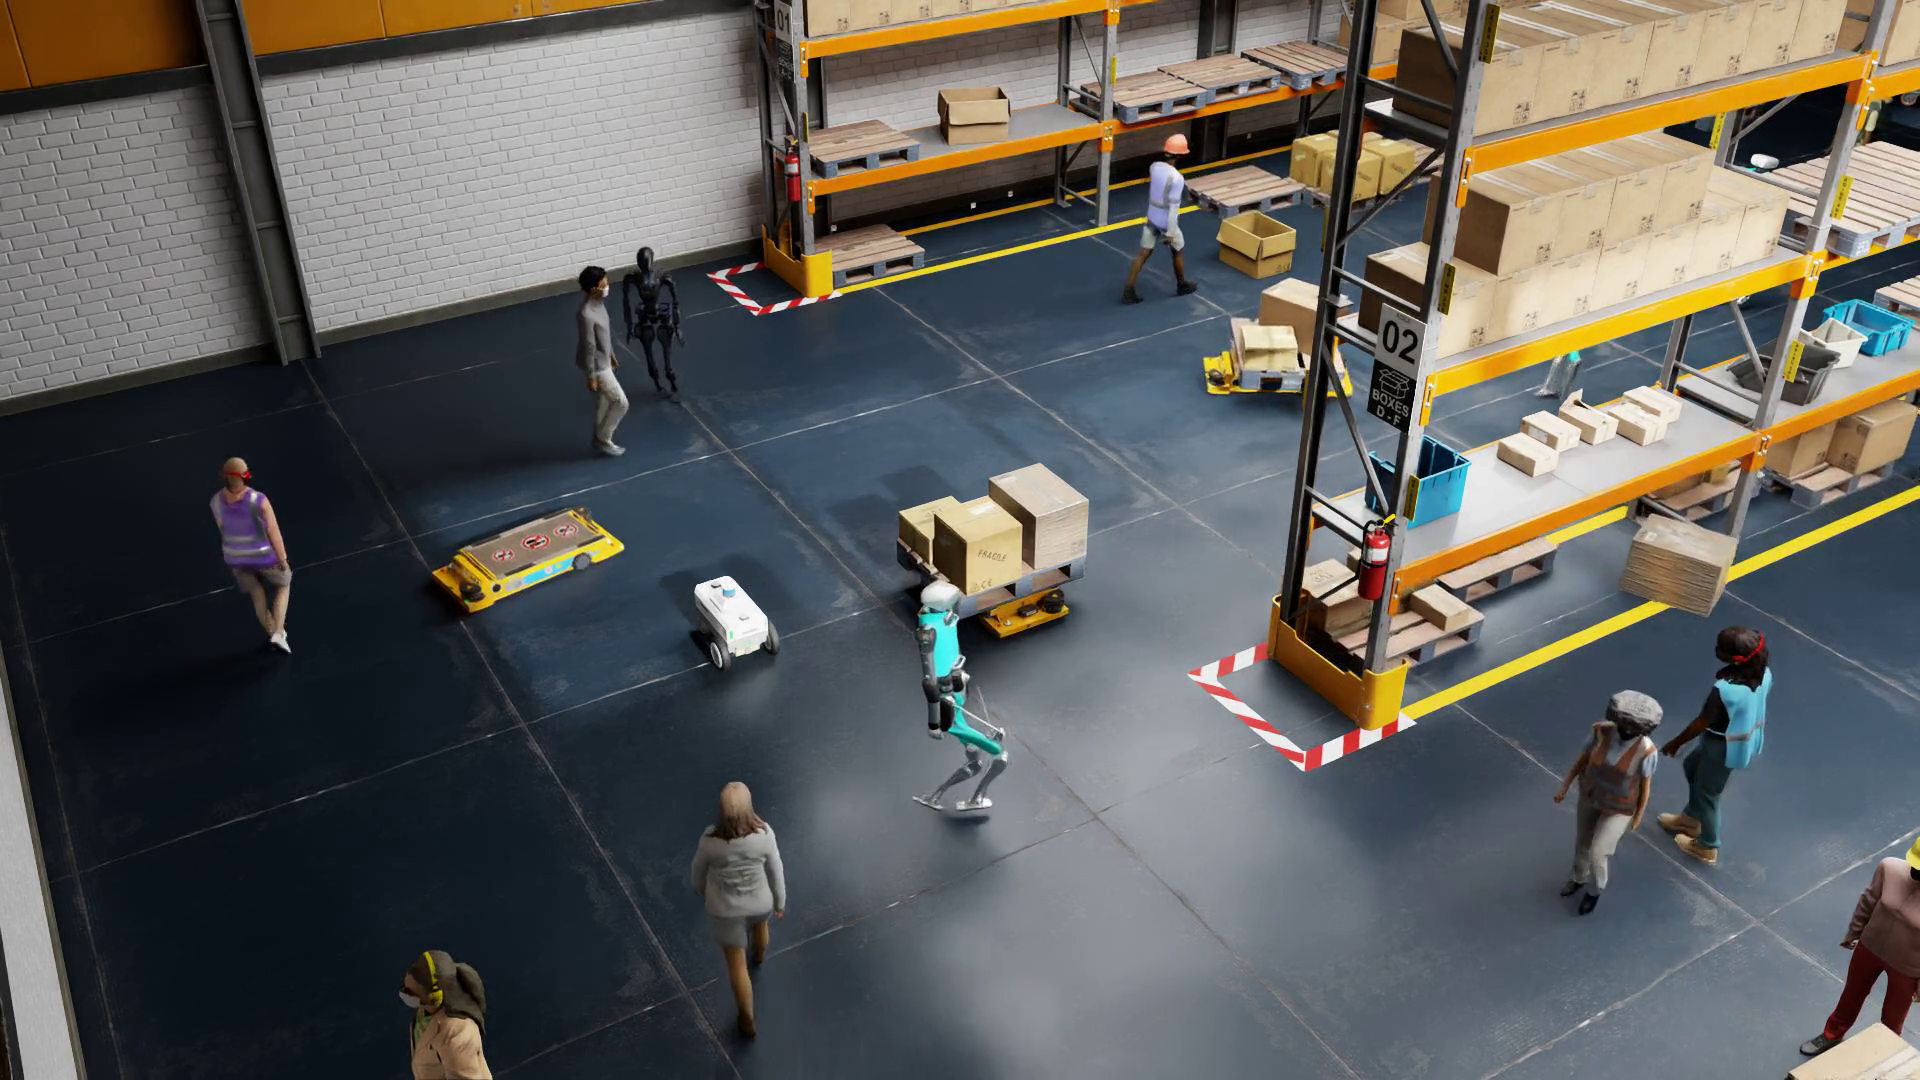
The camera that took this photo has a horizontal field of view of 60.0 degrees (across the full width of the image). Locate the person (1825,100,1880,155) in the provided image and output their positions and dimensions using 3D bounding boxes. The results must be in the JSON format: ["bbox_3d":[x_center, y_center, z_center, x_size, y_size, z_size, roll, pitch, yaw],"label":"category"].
[{"bbox_3d":[10.756,-4.720,20.131,0.391,1.842,0.563,-6,33,-9],"label":"person"}]

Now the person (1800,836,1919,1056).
[{"bbox_3d":[5.069,2.270,9.055,0.306,1.768,0.523,-18,36,-26],"label":"person"}]

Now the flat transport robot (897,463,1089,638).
[{"bbox_3d":[0.222,0.298,13.608,0.659,0.231,1.431,-18,36,-26],"label":"flat transport robot"}]

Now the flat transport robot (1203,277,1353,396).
[{"bbox_3d":[3.197,-1.684,16.770,1.431,0.231,0.659,2,32,2],"label":"flat transport robot"}]

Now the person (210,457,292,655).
[{"bbox_3d":[-5.304,0.158,12.507,0.474,1.675,0.443,-1,32,-2],"label":"person"}]

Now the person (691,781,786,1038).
[{"bbox_3d":[-1.280,2.021,9.574,0.507,1.617,0.840,-9,33,-14],"label":"person"}]

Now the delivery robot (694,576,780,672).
[{"bbox_3d":[-1.766,0.593,12.843,0.499,0.566,0.739,-18,36,-26],"label":"delivery robot"}]

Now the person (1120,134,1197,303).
[{"bbox_3d":[2.204,-3.492,18.139,0.985,1.889,0.550,-21,38,-30],"label":"person"}]

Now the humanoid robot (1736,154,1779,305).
[{"bbox_3d":[8.630,-3.388,17.979,0.735,1.677,0.533,-18,36,-26],"label":"humanoid robot"}]

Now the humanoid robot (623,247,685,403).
[{"bbox_3d":[-2.960,-2.081,16.092,0.587,1.642,0.361,1,32,1],"label":"humanoid robot"}]

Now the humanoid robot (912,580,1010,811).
[{"bbox_3d":[0.077,1.111,10.956,0.822,1.787,0.561,10,33,15],"label":"humanoid robot"}]

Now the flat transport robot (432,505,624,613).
[{"bbox_3d":[-3.594,0.142,13.858,1.431,0.231,0.659,-25,40,-34],"label":"flat transport robot"}]

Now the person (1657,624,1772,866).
[{"bbox_3d":[4.762,1.271,10.576,0.557,1.844,0.597,-27,41,-36],"label":"person"}]

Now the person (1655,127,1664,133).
[{"bbox_3d":[7.981,-4.510,19.804,0.404,1.833,0.588,-18,36,-26],"label":"person"}]

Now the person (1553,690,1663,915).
[{"bbox_3d":[3.934,1.597,10.213,0.462,1.670,0.472,-24,39,-33],"label":"person"}]

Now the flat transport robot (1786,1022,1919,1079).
[{"bbox_3d":[4.779,3.496,8.508,1.431,0.231,0.659,-16,35,-24],"label":"flat transport robot"}]

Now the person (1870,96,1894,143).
[{"bbox_3d":[11.208,-4.967,20.553,0.515,1.818,0.523,-22,38,-31],"label":"person"}]

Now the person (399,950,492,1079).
[{"bbox_3d":[-2.470,2.722,8.233,0.414,1.877,0.552,-18,36,-26],"label":"person"}]

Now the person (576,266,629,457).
[{"bbox_3d":[-3.253,-1.604,15.117,0.475,1.883,0.566,0,32,-1],"label":"person"}]

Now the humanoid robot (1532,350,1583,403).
[{"bbox_3d":[5.877,-2.116,16.123,0.700,1.832,0.537,-20,37,-29],"label":"humanoid robot"}]
